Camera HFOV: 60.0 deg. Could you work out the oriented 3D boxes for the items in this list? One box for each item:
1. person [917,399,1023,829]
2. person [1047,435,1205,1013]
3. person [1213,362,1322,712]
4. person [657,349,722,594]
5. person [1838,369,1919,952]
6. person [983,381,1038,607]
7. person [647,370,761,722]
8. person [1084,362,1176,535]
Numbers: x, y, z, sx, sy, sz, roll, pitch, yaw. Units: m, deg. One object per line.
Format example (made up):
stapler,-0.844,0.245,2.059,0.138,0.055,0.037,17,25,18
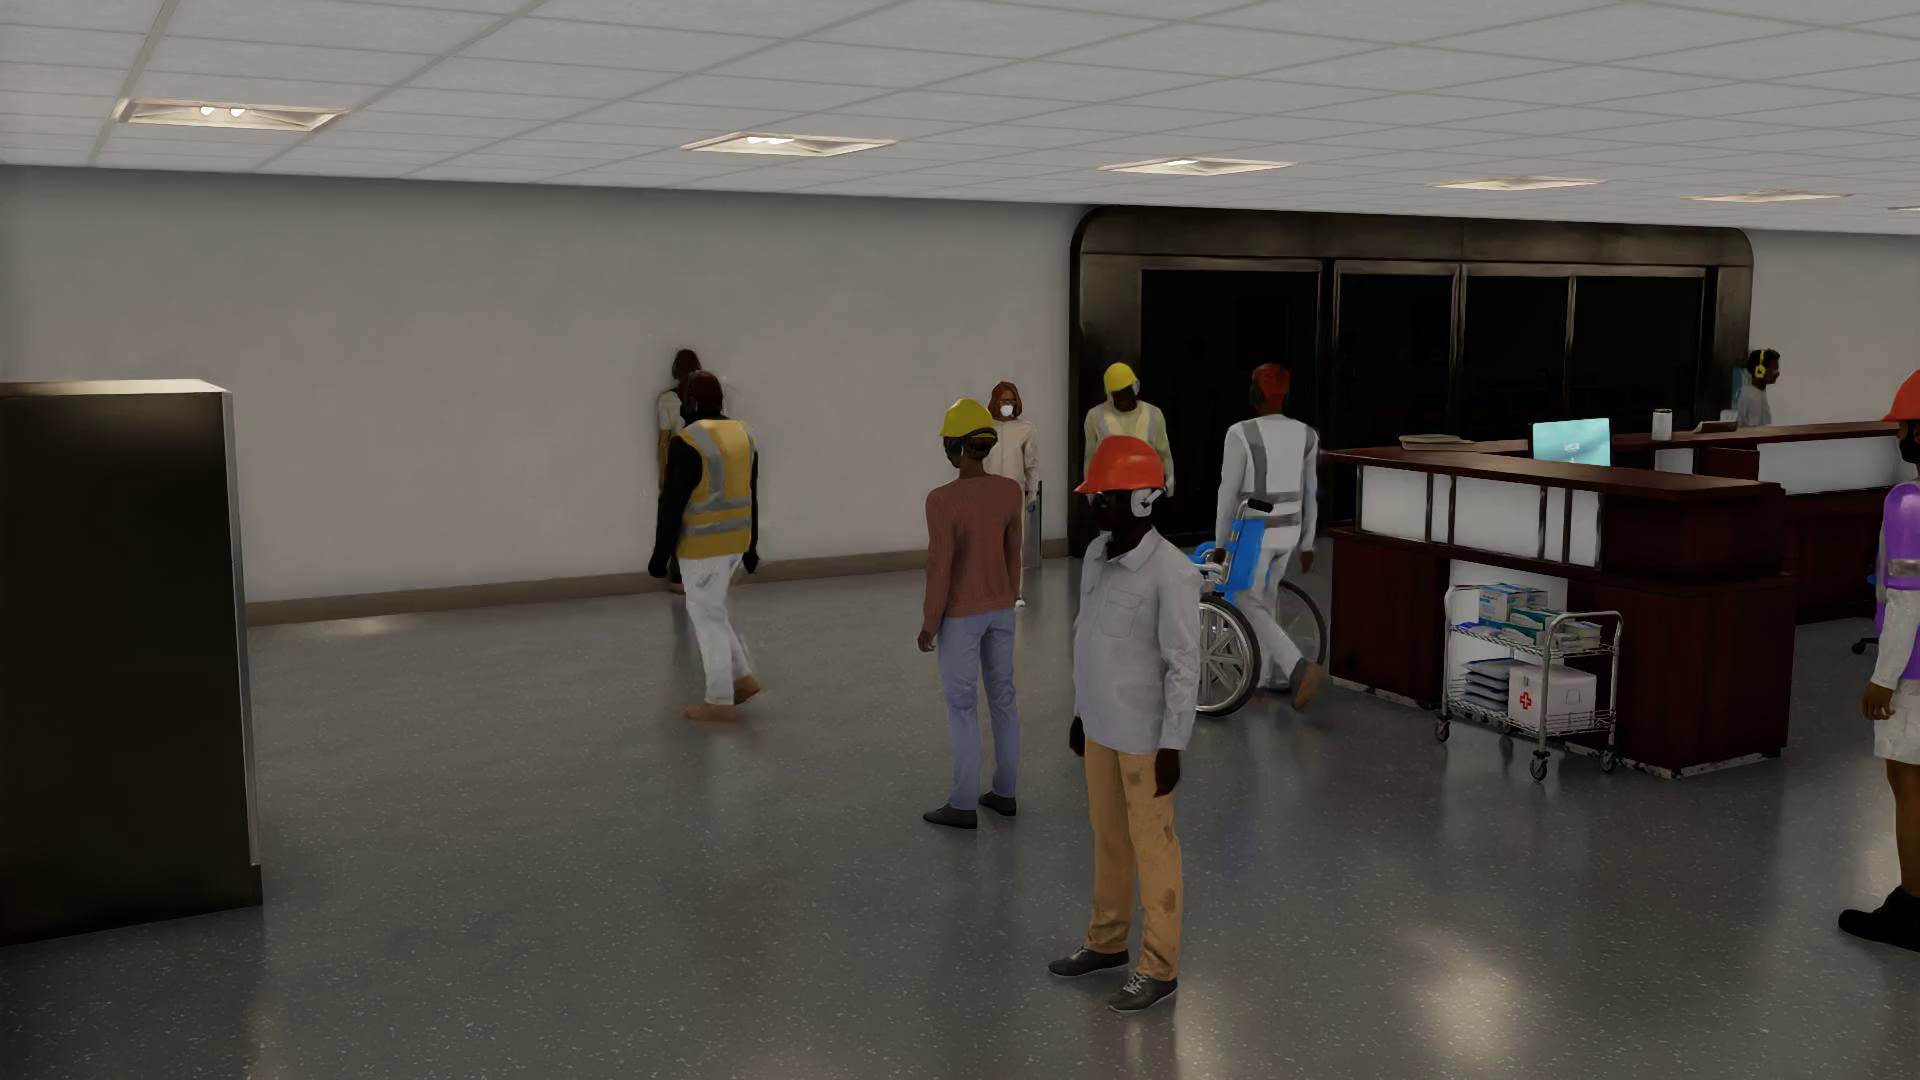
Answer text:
person,0.042,0.304,6.872,0.523,1.769,0.316,-7,11,-42
person,0.500,0.553,5.103,0.332,1.753,0.561,-4,9,-28
person,1.645,-0.007,8.767,0.586,1.856,0.743,-4,9,-28
person,-2.030,-0.514,12.535,0.501,1.838,0.344,-4,9,-27
person,3.216,0.396,5.581,0.550,1.935,0.376,-4,9,-29
person,0.310,-0.323,11.923,0.505,1.627,0.286,-1,8,-4
person,-1.304,0.044,8.570,0.453,1.824,0.624,3,8,21
person,1.200,-0.374,11.826,0.639,1.773,0.878,-1,8,-7
